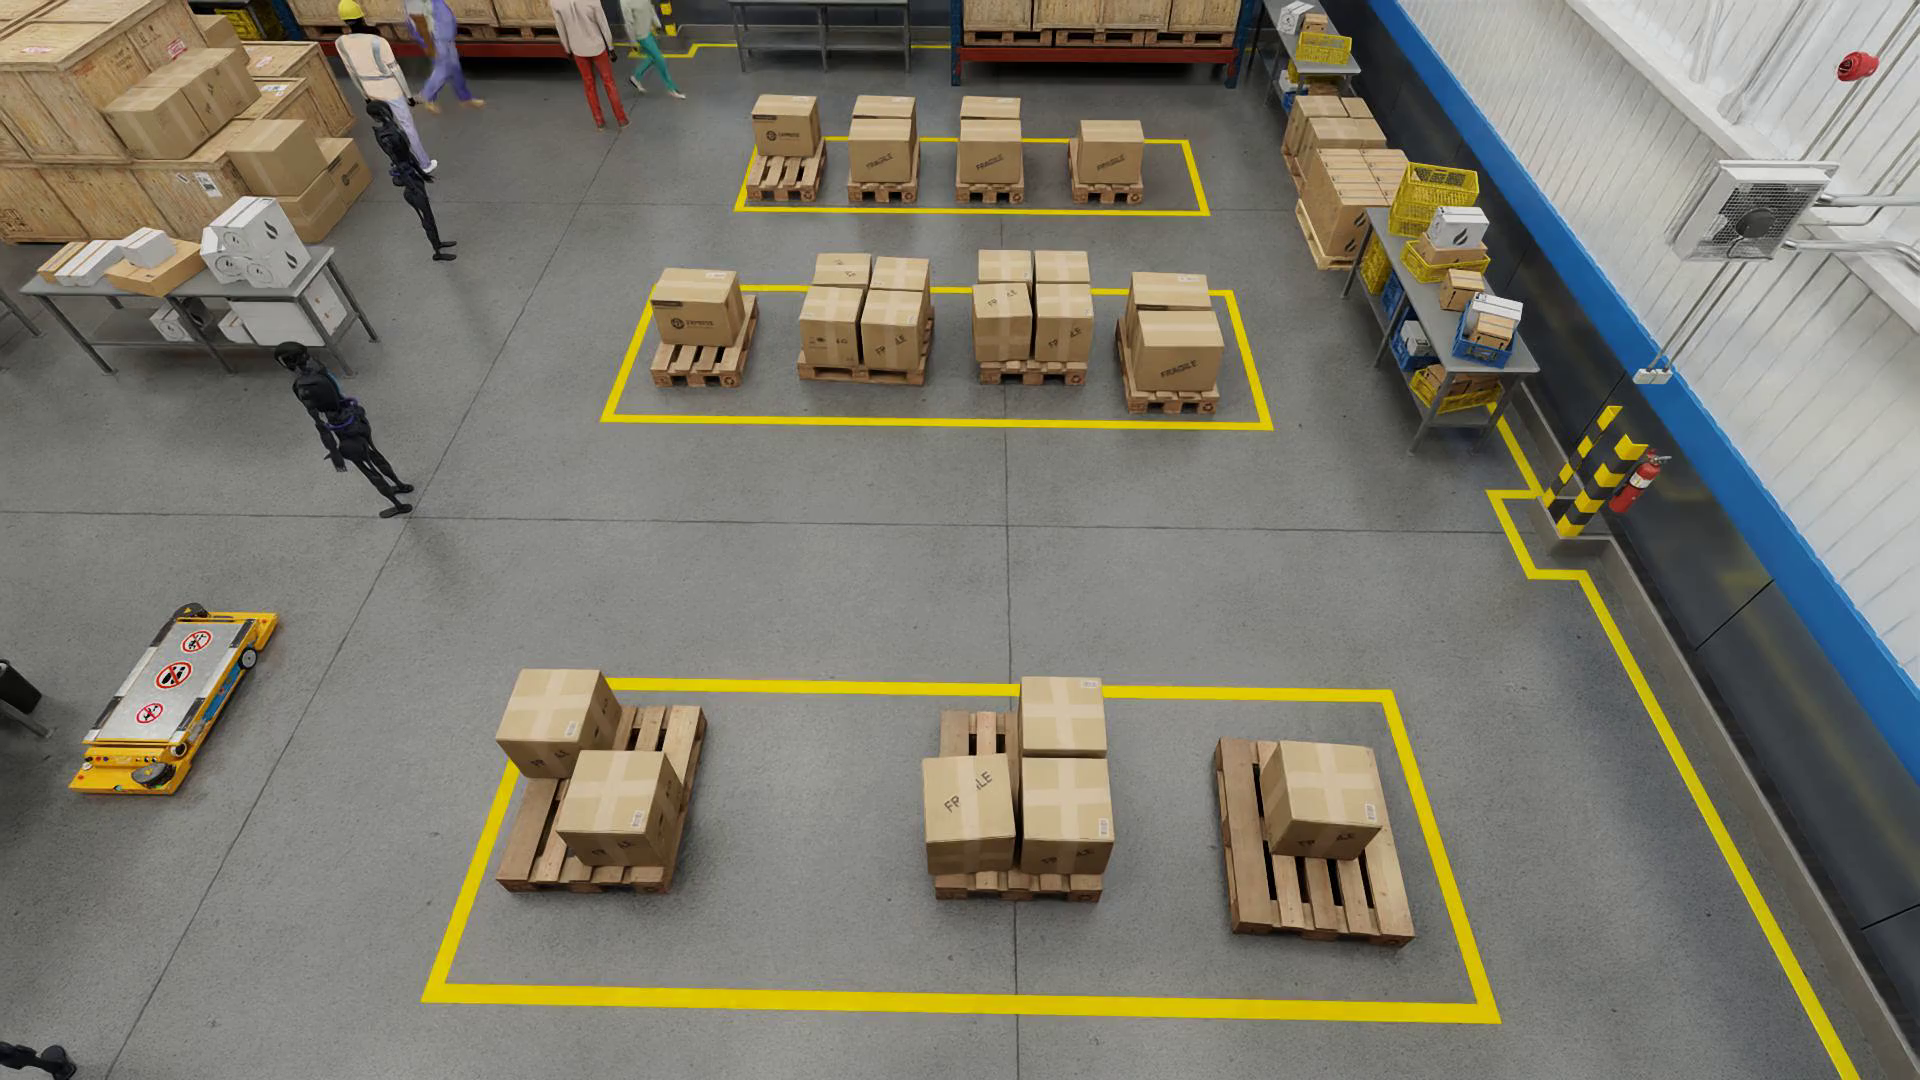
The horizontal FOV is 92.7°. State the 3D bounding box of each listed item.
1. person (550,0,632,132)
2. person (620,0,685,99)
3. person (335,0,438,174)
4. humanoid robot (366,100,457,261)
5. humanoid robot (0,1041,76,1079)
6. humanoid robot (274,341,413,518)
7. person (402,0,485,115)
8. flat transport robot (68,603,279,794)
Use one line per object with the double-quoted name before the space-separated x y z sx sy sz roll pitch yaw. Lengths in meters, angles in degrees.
"person" -4.621 -6.143 11.437 0.622 1.989 0.398 -6 50 -5
"person" -4.180 -6.676 12.075 0.703 1.695 0.536 3 50 3
"person" -6.740 -5.265 10.745 0.586 1.919 0.398 -4 50 -3
"humanoid robot" -5.735 -3.768 9.621 0.327 1.660 0.589 -13 51 -11
"humanoid robot" -5.069 2.447 4.372 0.328 1.652 0.573 18 52 15
"humanoid robot" -4.811 -0.851 7.163 0.326 1.652 0.555 -13 51 -11
"person" -6.809 -6.513 11.718 0.741 2.000 0.698 -8 50 -6
"flat transport robot" -5.504 1.072 6.442 0.652 0.197 1.431 1 50 1
